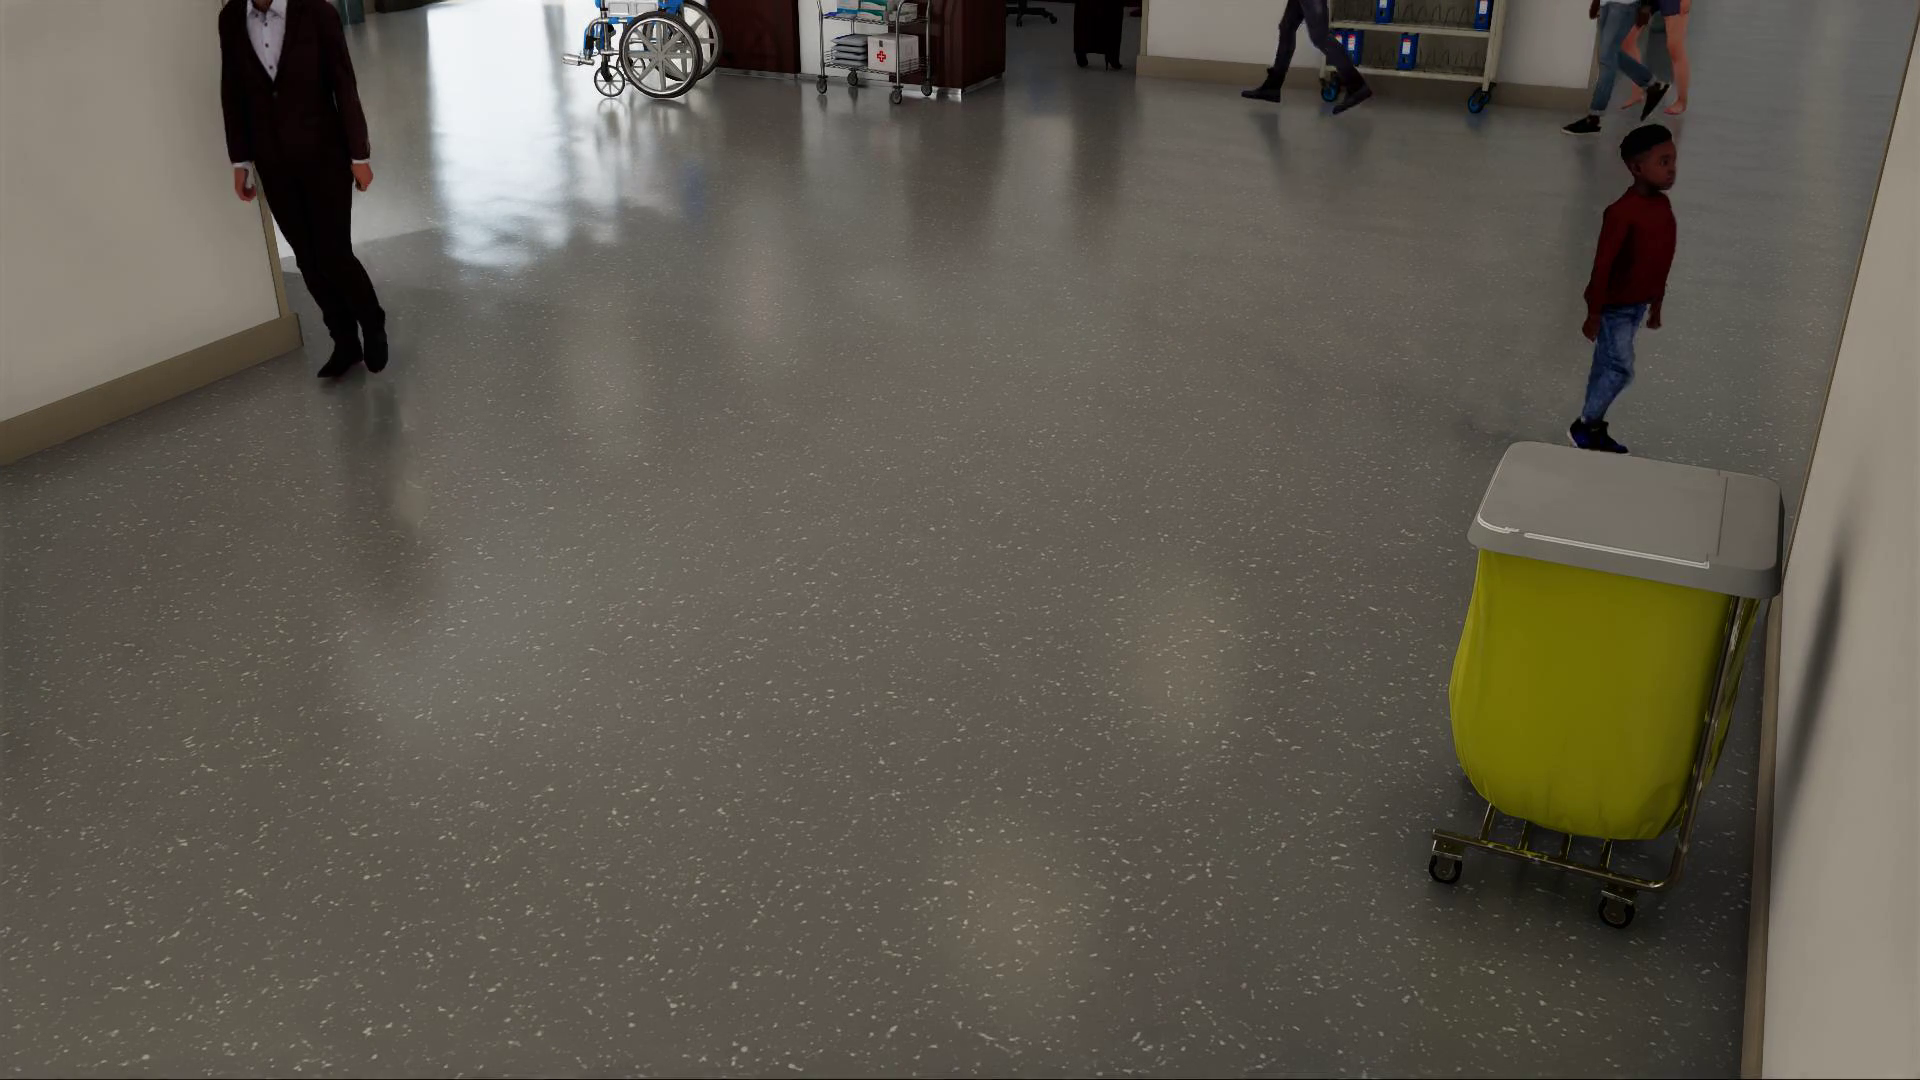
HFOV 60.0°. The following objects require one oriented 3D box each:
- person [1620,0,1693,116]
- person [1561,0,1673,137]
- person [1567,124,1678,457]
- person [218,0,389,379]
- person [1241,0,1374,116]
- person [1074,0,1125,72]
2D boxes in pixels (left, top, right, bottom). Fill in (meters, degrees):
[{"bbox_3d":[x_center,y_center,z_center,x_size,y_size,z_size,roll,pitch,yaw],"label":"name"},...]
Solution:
[{"bbox_3d":[5.008,-3.860,11.778,0.890,1.664,0.848,-18,31,-32],"label":"person"},{"bbox_3d":[4.544,-3.641,11.169,1.181,1.800,1.035,-5,26,-10],"label":"person"},{"bbox_3d":[2.383,-0.902,6.123,0.583,1.249,0.598,-19,32,-35],"label":"person"},{"bbox_3d":[-2.689,-1.591,6.870,0.696,1.840,0.835,1,26,1],"label":"person"},{"bbox_3d":[2.588,-3.939,11.782,1.278,1.804,0.771,14,29,26],"label":"person"},{"bbox_3d":[1.142,-4.725,13.465,0.541,1.757,0.725,13,29,26],"label":"person"}]
